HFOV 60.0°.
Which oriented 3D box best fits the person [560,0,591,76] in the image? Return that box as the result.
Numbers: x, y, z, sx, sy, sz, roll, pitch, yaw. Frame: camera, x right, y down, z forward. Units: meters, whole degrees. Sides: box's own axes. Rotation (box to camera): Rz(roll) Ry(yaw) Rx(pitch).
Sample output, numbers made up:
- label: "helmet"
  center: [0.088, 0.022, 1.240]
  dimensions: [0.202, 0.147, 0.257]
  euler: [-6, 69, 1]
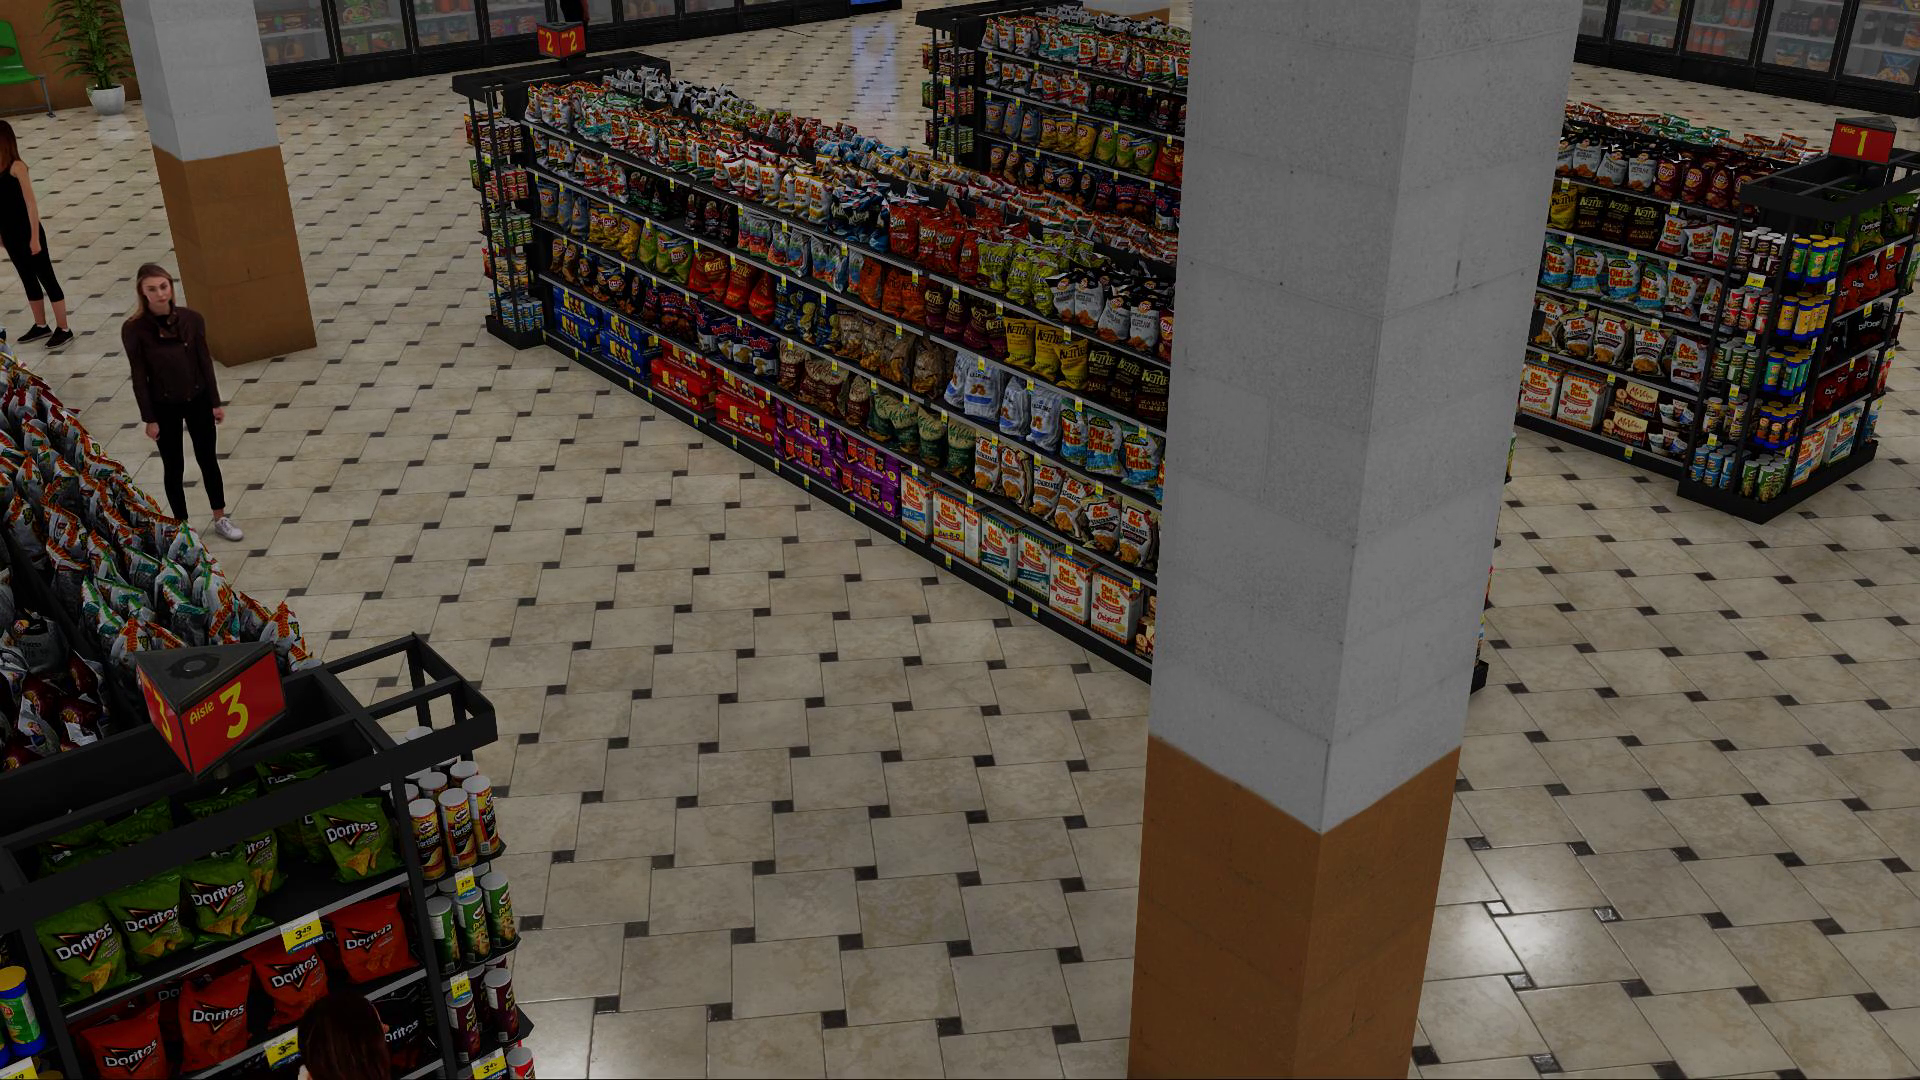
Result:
- label: "person"
  center: [-4.962, -6.821, 21.380]
  dimensions: [0.727, 1.820, 0.501]
  euler: [-23, 35, -37]

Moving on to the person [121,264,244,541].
- label: "person"
  center: [-4.486, -0.766, 9.567]
  dimensions: [0.597, 1.705, 0.498]
  euler: [-22, 34, -36]

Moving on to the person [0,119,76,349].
- label: "person"
  center: [-7.109, -2.332, 12.631]
  dimensions: [0.581, 1.726, 0.702]
  euler: [12, 29, 22]
